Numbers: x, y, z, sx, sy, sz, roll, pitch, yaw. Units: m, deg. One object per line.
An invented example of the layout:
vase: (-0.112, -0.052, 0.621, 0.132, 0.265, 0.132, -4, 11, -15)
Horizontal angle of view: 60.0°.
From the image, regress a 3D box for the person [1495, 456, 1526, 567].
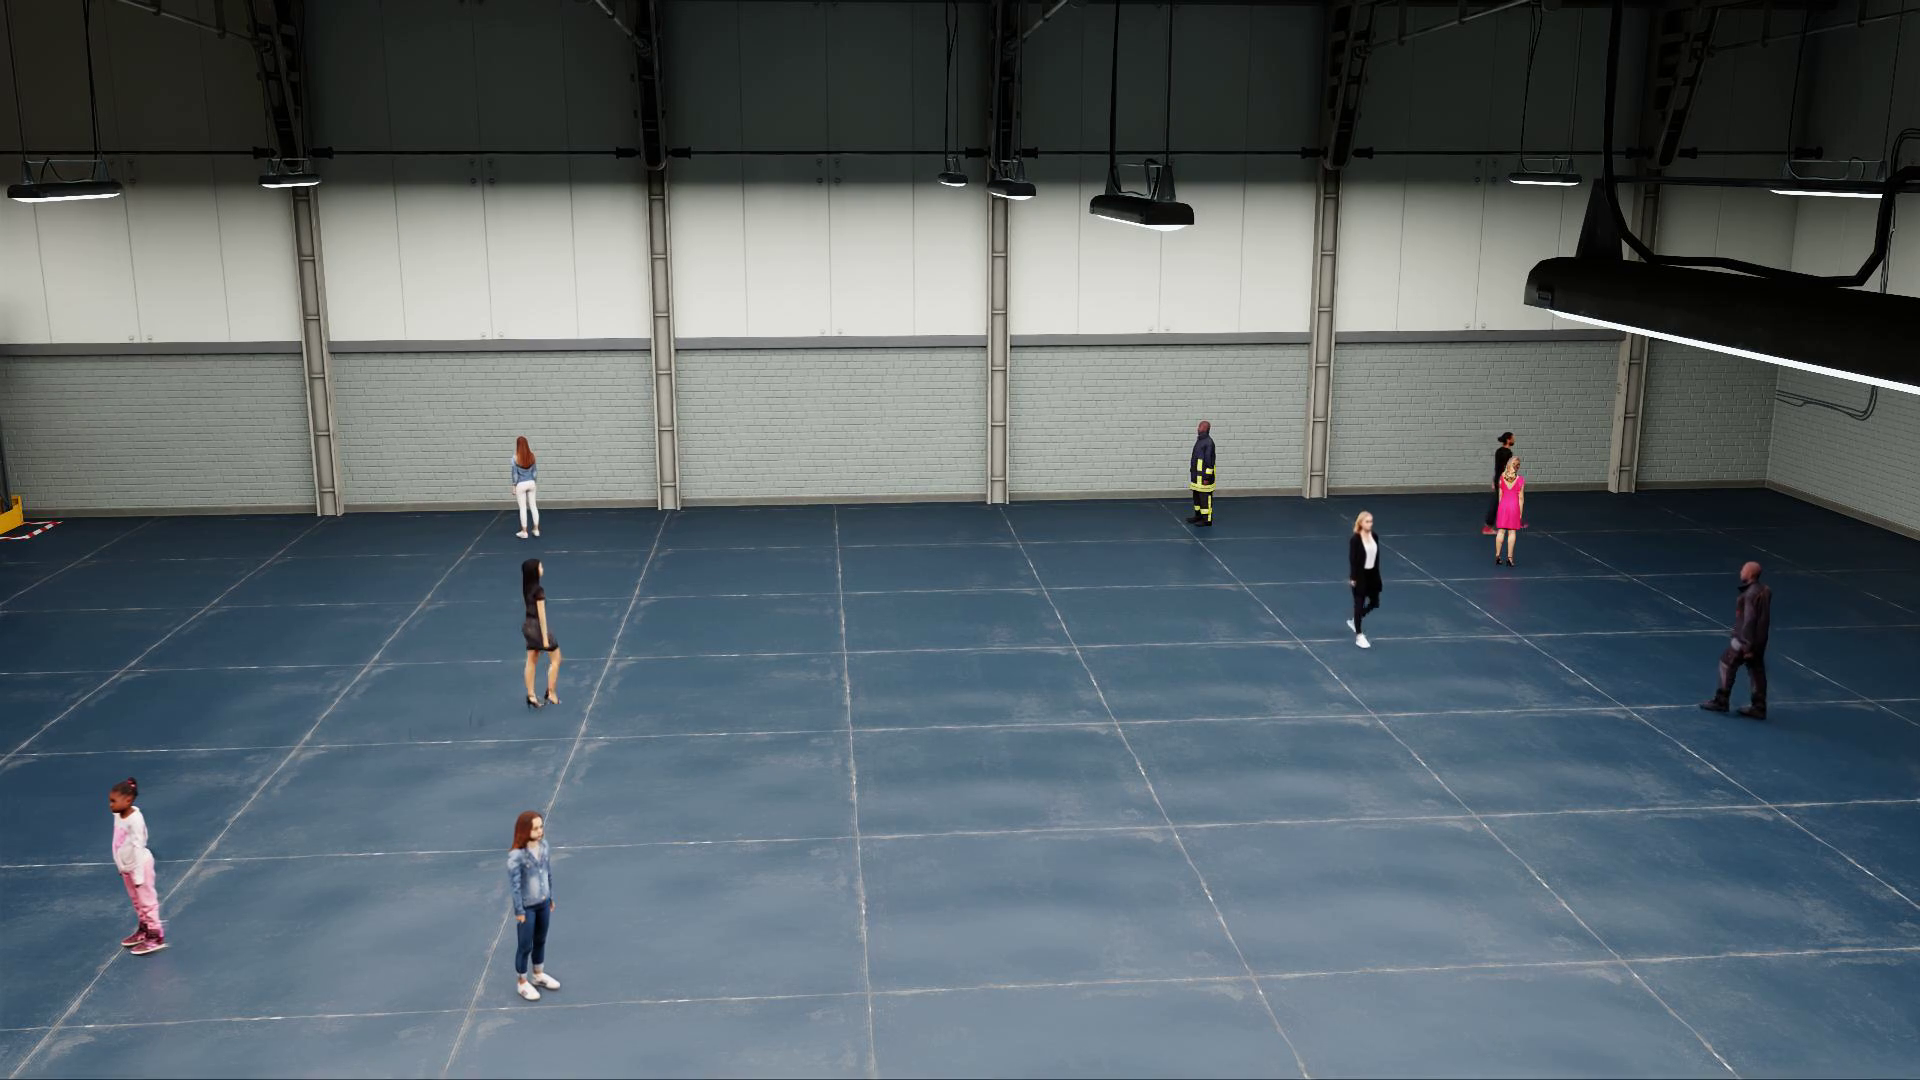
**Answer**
person: (8.549, -0.457, 25.901, 0.664, 1.726, 0.724, 11, 17, 39)

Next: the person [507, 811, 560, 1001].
person: (-3.254, 2.749, 12.614, 0.648, 1.473, 0.617, 8, 15, 30)

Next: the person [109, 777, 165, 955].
person: (-6.611, 2.592, 13.353, 0.603, 1.446, 0.663, 11, 17, 39)

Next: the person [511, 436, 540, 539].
person: (-7.269, -0.890, 27.827, 0.645, 1.700, 0.749, -11, 17, -39)

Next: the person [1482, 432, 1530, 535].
person: (9.028, -0.923, 27.913, 1.068, 1.726, 0.734, 1, 13, 4)

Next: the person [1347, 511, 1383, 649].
person: (5.208, 0.490, 21.660, 0.815, 1.793, 0.842, -7, 15, -27)

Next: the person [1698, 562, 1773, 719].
person: (9.031, 1.153, 18.783, 1.022, 1.801, 1.058, -12, 18, -42)

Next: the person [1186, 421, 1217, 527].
person: (4.209, -1.171, 28.768, 0.732, 1.823, 0.792, -4, 14, -16)

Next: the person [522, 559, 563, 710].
person: (-4.927, 1.103, 19.050, 0.809, 1.778, 0.760, -12, 18, -42)
